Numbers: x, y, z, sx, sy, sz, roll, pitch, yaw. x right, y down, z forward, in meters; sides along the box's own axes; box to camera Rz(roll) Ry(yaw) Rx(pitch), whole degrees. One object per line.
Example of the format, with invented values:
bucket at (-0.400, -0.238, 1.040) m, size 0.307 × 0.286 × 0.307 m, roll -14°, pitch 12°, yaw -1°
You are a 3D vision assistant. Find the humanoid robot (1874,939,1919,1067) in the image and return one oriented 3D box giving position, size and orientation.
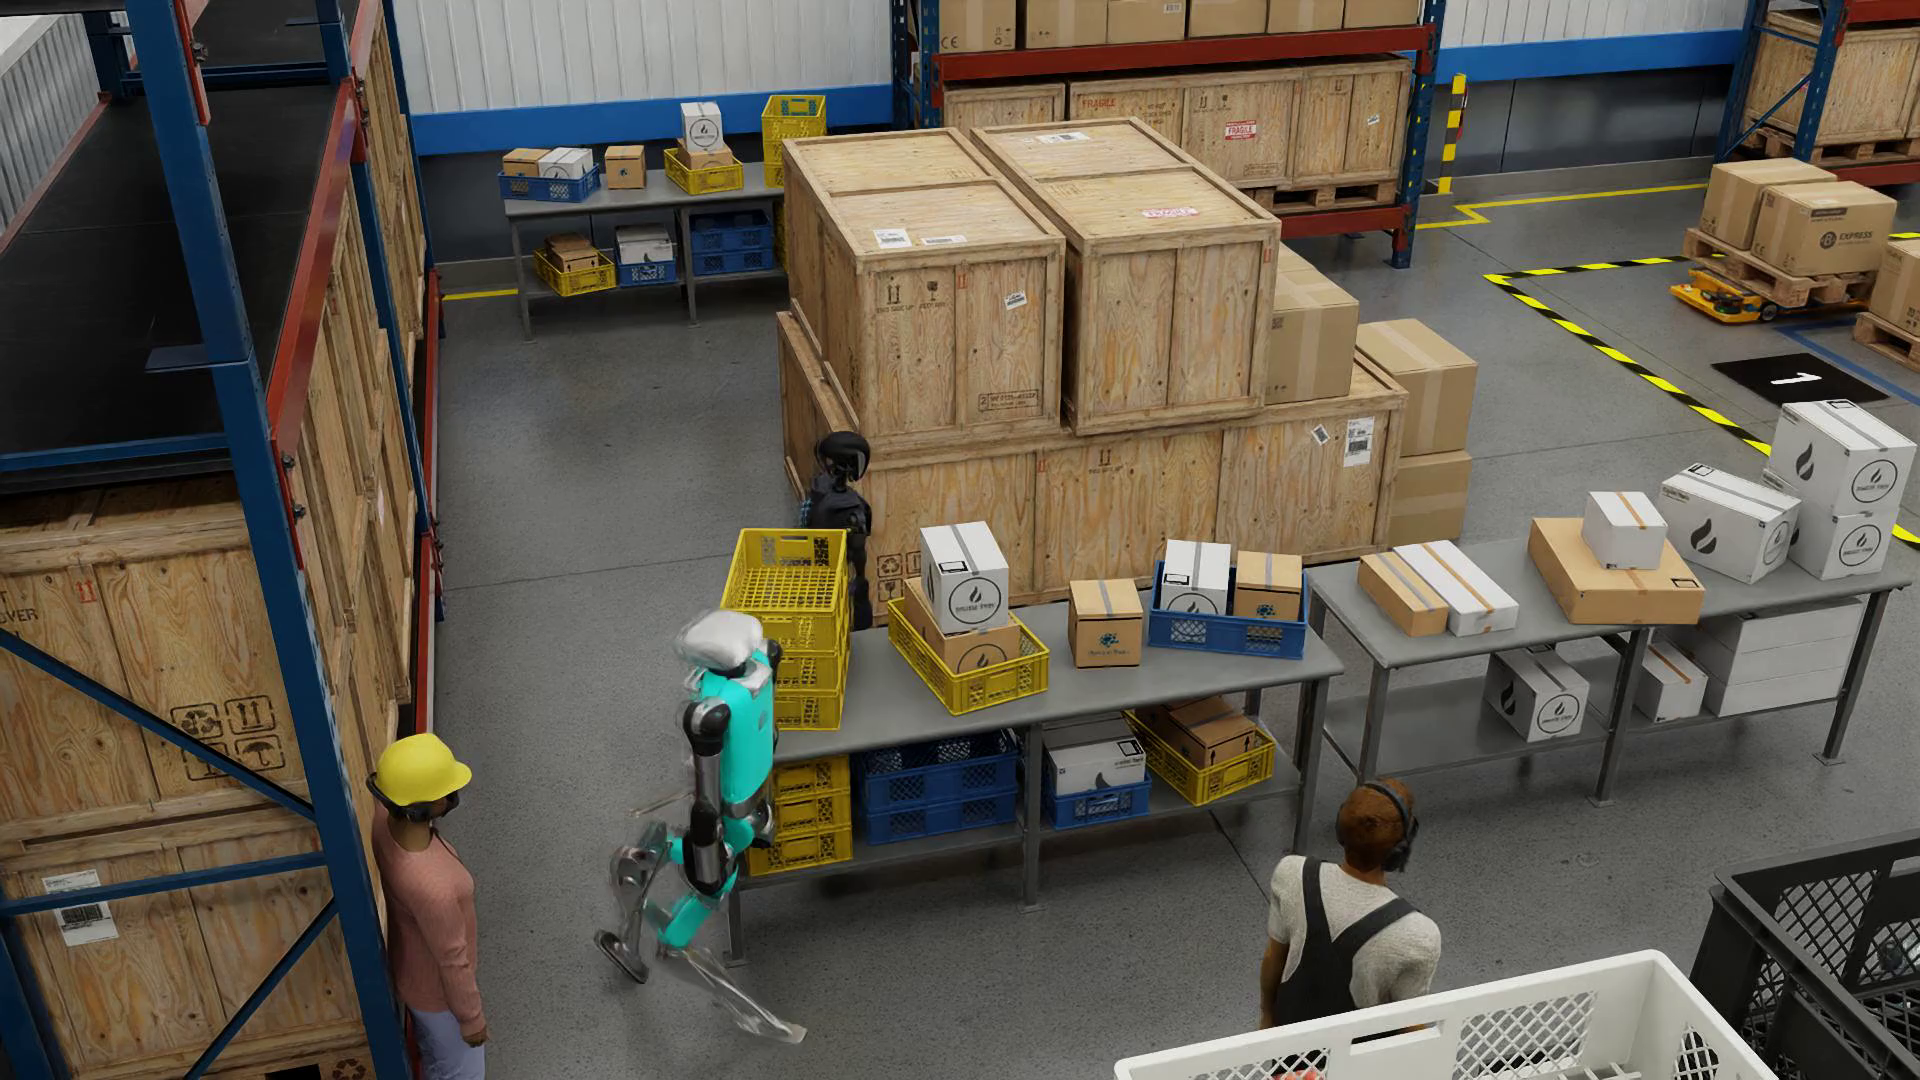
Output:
humanoid robot at (2.662, 1.721, 4.361) m, size 0.725 × 1.695 × 0.540 m, roll 2°, pitch 29°, yaw 4°

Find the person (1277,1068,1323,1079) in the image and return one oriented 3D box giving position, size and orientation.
person at (0.653, 1.943, 3.886) m, size 0.474 × 1.909 × 0.585 m, roll -6°, pitch 30°, yaw -12°

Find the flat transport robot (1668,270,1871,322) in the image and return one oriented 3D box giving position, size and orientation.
flat transport robot at (6.177, -1.902, 12.539) m, size 1.431 × 0.197 × 0.652 m, roll -7°, pitch 30°, yaw -13°

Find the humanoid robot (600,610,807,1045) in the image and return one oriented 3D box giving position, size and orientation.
humanoid robot at (-1.044, 0.989, 5.831) m, size 0.992 × 1.776 × 0.531 m, roll 9°, pitch 30°, yaw 16°

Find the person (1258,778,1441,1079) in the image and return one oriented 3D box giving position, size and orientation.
person at (1.089, 1.469, 4.832) m, size 0.507 × 1.838 × 0.338 m, roll 20°, pitch 35°, yaw 32°

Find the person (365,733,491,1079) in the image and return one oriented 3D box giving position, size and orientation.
person at (-1.584, 1.337, 5.146) m, size 0.334 × 1.762 × 0.521 m, roll -19°, pitch 34°, yaw -30°

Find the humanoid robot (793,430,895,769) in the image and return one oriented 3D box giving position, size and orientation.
humanoid robot at (-0.536, 0.282, 7.151) m, size 0.497 × 1.644 × 0.612 m, roll -14°, pitch 32°, yaw -24°
